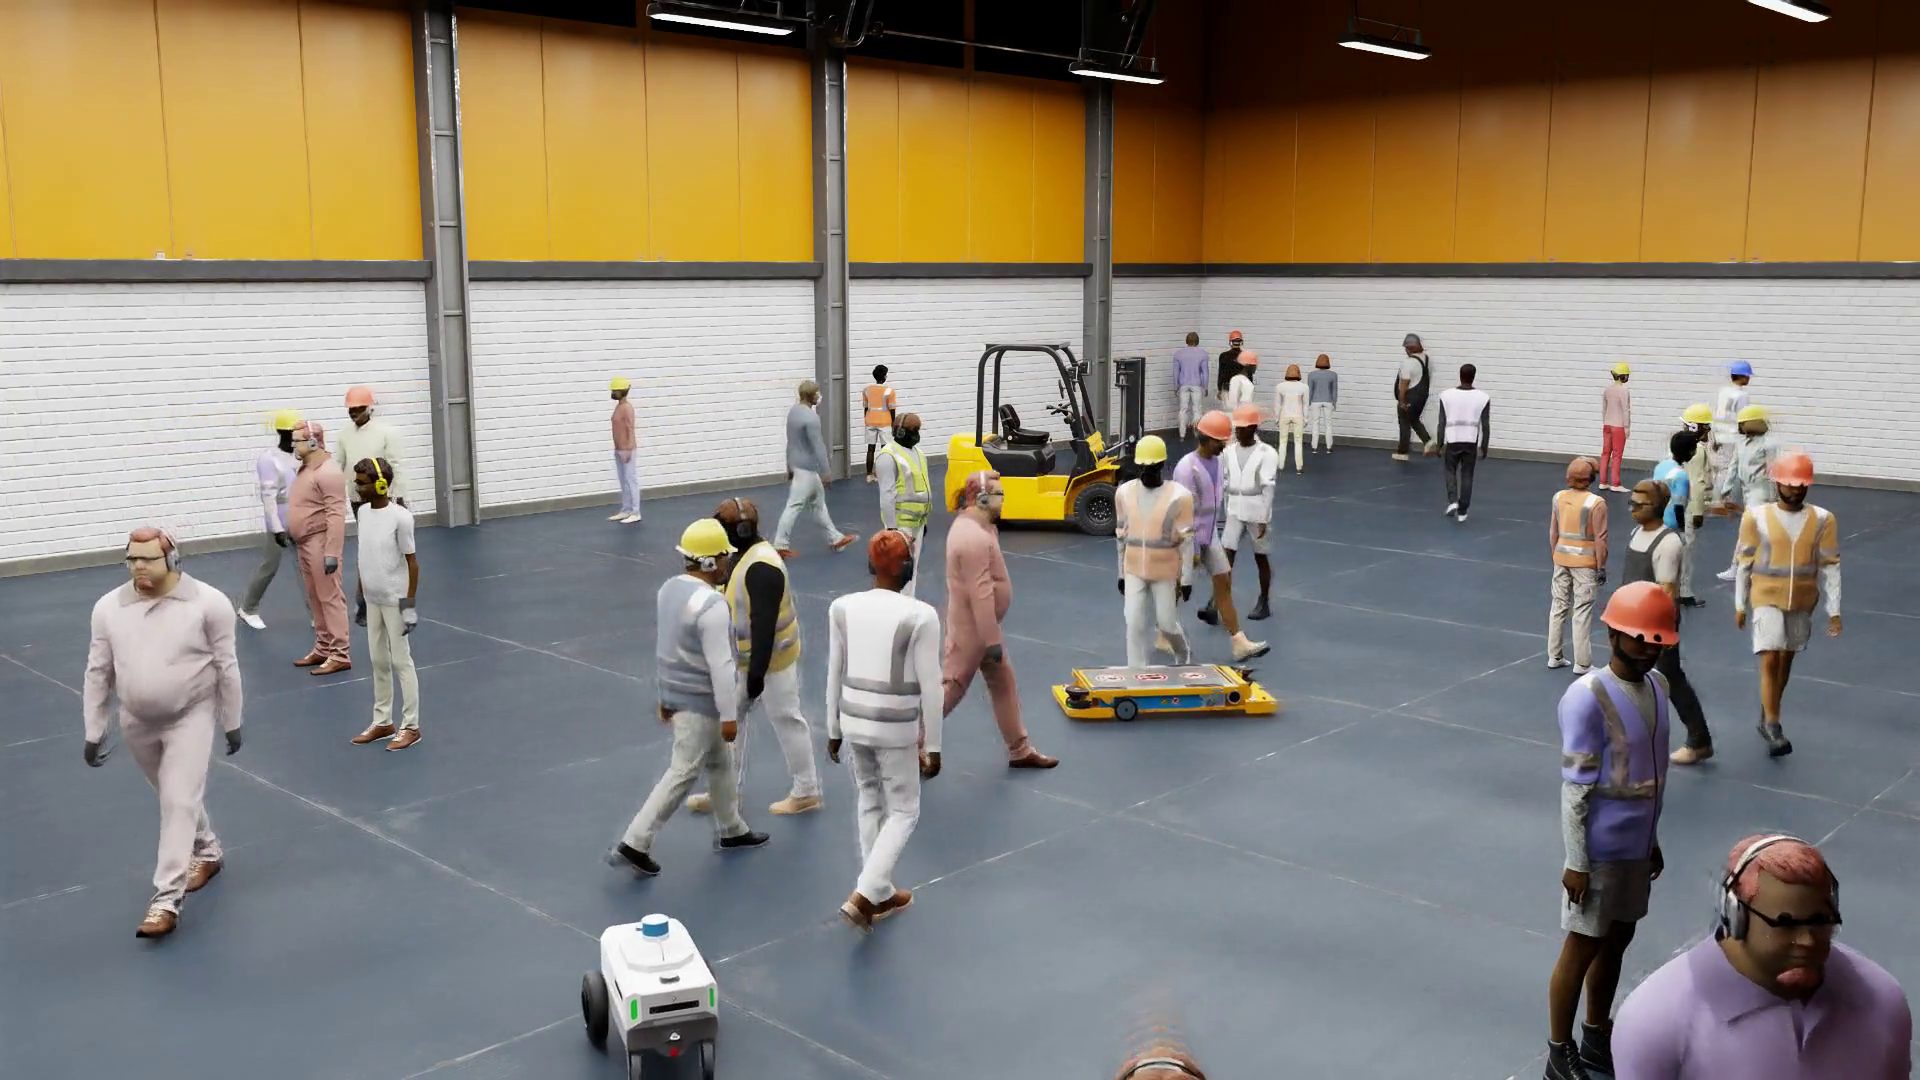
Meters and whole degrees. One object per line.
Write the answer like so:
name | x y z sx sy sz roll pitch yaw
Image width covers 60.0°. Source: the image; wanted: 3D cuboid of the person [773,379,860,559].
person | -1.538 -0.740 17.437 1.025 1.880 0.657 -4 10 -22

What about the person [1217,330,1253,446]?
person | 4.685 -2.572 28.366 0.617 1.990 0.402 -1 9 -9

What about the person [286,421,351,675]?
person | -4.843 0.054 12.506 0.407 1.905 0.655 -7 12 -39

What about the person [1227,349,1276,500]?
person | 3.616 -1.489 21.687 0.993 2.008 0.611 -3 10 -16

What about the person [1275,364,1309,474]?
person | 4.922 -1.790 24.681 0.497 1.627 0.287 3 10 16

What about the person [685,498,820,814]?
person | -1.149 0.663 9.147 0.812 1.801 0.632 -4 10 -25

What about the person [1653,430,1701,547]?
person | 6.044 -0.115 14.243 0.457 1.668 0.570 1 9 6

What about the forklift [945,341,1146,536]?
forklift | 0.977 -1.223 19.452 2.313 2.155 1.214 2 9 11

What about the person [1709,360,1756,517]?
person | 9.493 -1.222 20.256 0.661 1.921 0.631 0 9 3

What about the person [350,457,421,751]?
person | -3.640 0.400 10.516 0.520 1.865 0.332 6 11 31

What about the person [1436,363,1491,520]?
person | 6.080 -1.180 20.086 0.615 1.899 0.464 3 10 16

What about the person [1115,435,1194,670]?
person | 1.391 0.187 11.744 0.592 1.899 0.795 5 10 26

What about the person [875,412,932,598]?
person | -0.451 -0.157 14.002 0.429 1.843 0.627 4 10 25

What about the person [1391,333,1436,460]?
person | 7.164 -2.269 26.336 0.697 2.000 0.622 -8 12 -39

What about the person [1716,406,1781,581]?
person | 7.647 -0.448 16.184 0.808 1.705 0.493 -1 9 -8

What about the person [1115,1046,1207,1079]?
person | 0.335 1.737 3.085 0.537 1.617 0.666 1 9 9

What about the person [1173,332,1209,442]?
person | 4.046 -2.674 29.132 0.635 1.937 0.353 4 10 21

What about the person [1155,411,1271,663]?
person | 1.911 -0.021 12.775 0.933 1.981 0.685 9 13 44

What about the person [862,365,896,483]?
person | -1.135 -1.629 23.488 0.530 1.689 0.321 4 10 22

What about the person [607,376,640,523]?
person | -4.046 -1.083 19.914 0.330 1.765 0.532 -5 11 -29

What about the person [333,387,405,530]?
person | -5.410 -0.389 15.002 0.660 1.964 0.819 2 10 13

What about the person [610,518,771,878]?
person | -1.380 0.788 8.372 0.894 1.798 0.605 -6 11 -32

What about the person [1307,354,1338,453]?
person | 5.967 -2.248 27.449 0.501 1.633 0.281 1 9 7

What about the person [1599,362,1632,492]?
person | 8.957 -1.535 22.674 0.315 1.770 0.524 -2 10 -15

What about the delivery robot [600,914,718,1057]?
delivery robot | -1.159 1.679 6.365 0.477 0.478 0.707 -3 9 -20

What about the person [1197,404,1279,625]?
person | 2.393 -0.203 14.122 0.555 1.882 1.005 7 12 37

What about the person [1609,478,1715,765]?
person | 4.197 0.515 10.045 0.977 1.798 0.520 -2 9 -11

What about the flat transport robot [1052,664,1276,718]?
flat transport robot | 1.395 1.035 11.490 1.431 0.197 0.652 -1 9 -7

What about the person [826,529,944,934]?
person | -0.380 0.886 7.546 0.619 1.864 0.611 5 10 27

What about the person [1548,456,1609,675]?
person | 4.628 0.191 12.466 0.309 1.645 0.514 -5 10 -27

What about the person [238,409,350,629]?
person | -5.676 -0.165 13.942 0.983 1.883 0.600 3 10 20

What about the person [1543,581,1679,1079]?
person | 2.396 1.094 6.040 0.551 1.932 0.367 -7 12 -36

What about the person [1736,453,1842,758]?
person | 5.182 0.404 10.397 0.571 1.884 0.978 2 9 13

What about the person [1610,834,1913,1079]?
person | 1.712 1.517 3.611 0.638 1.879 0.891 -2 9 -9

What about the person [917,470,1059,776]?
person | 0.060 0.502 9.923 1.000 1.862 0.664 0 9 1

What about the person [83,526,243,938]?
person | -3.746 0.850 7.792 0.658 1.846 1.021 0 9 -1

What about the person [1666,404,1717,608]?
person | 6.569 -0.314 14.994 0.403 1.827 0.601 0 9 2
